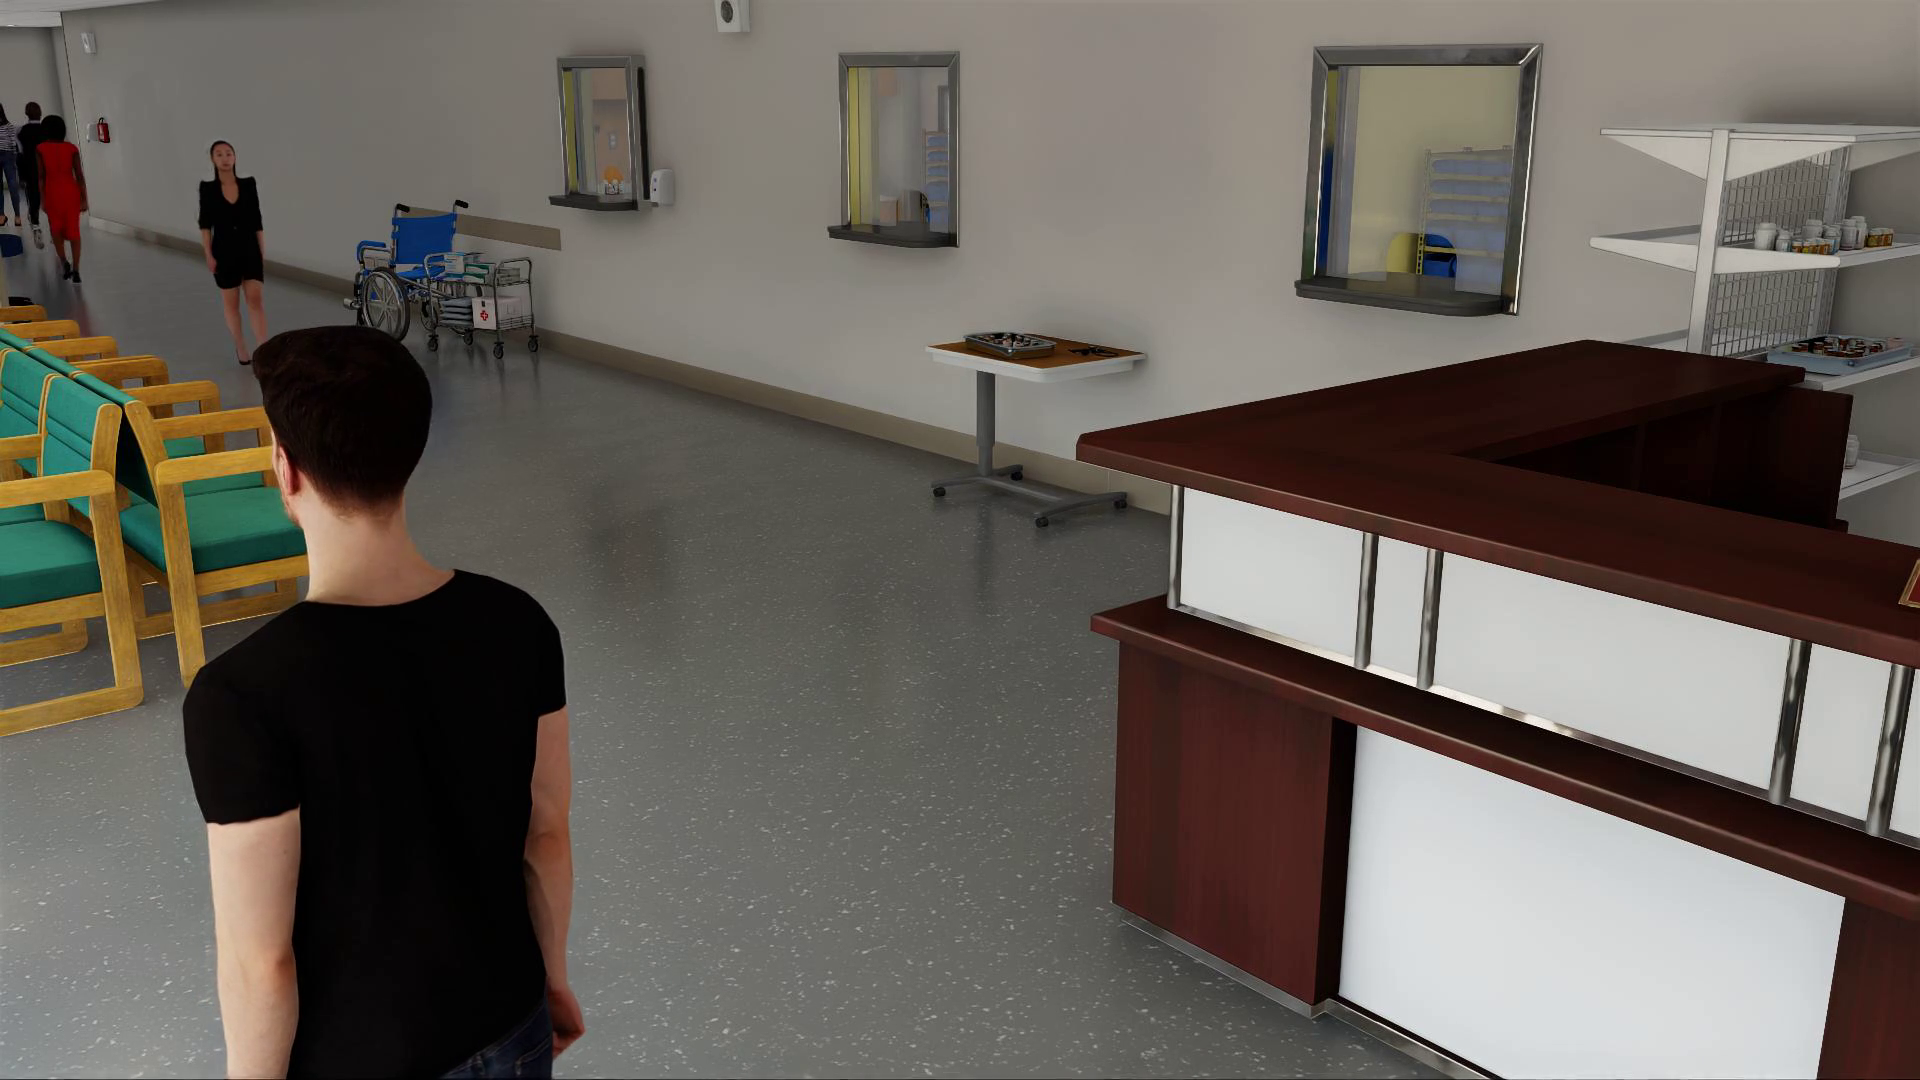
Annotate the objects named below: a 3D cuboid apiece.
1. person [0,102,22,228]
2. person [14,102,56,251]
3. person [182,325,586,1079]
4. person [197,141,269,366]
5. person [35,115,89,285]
[{"bbox_3d":[-13.812,-5.436,23.996,0.574,1.796,0.710,-4,16,-15],"label":"person"},{"bbox_3d":[-11.474,-4.510,20.703,1.135,1.801,0.981,-6,17,-20],"label":"person"},{"bbox_3d":[-0.702,0.667,2.165,0.782,1.896,0.570,13,20,38],"label":"person"},{"bbox_3d":[-5.389,-2.075,12.328,0.928,1.658,0.748,-10,18,-31],"label":"person"},{"bbox_3d":[-9.405,-3.553,17.438,0.629,1.732,0.713,-8,18,-27],"label":"person"}]
